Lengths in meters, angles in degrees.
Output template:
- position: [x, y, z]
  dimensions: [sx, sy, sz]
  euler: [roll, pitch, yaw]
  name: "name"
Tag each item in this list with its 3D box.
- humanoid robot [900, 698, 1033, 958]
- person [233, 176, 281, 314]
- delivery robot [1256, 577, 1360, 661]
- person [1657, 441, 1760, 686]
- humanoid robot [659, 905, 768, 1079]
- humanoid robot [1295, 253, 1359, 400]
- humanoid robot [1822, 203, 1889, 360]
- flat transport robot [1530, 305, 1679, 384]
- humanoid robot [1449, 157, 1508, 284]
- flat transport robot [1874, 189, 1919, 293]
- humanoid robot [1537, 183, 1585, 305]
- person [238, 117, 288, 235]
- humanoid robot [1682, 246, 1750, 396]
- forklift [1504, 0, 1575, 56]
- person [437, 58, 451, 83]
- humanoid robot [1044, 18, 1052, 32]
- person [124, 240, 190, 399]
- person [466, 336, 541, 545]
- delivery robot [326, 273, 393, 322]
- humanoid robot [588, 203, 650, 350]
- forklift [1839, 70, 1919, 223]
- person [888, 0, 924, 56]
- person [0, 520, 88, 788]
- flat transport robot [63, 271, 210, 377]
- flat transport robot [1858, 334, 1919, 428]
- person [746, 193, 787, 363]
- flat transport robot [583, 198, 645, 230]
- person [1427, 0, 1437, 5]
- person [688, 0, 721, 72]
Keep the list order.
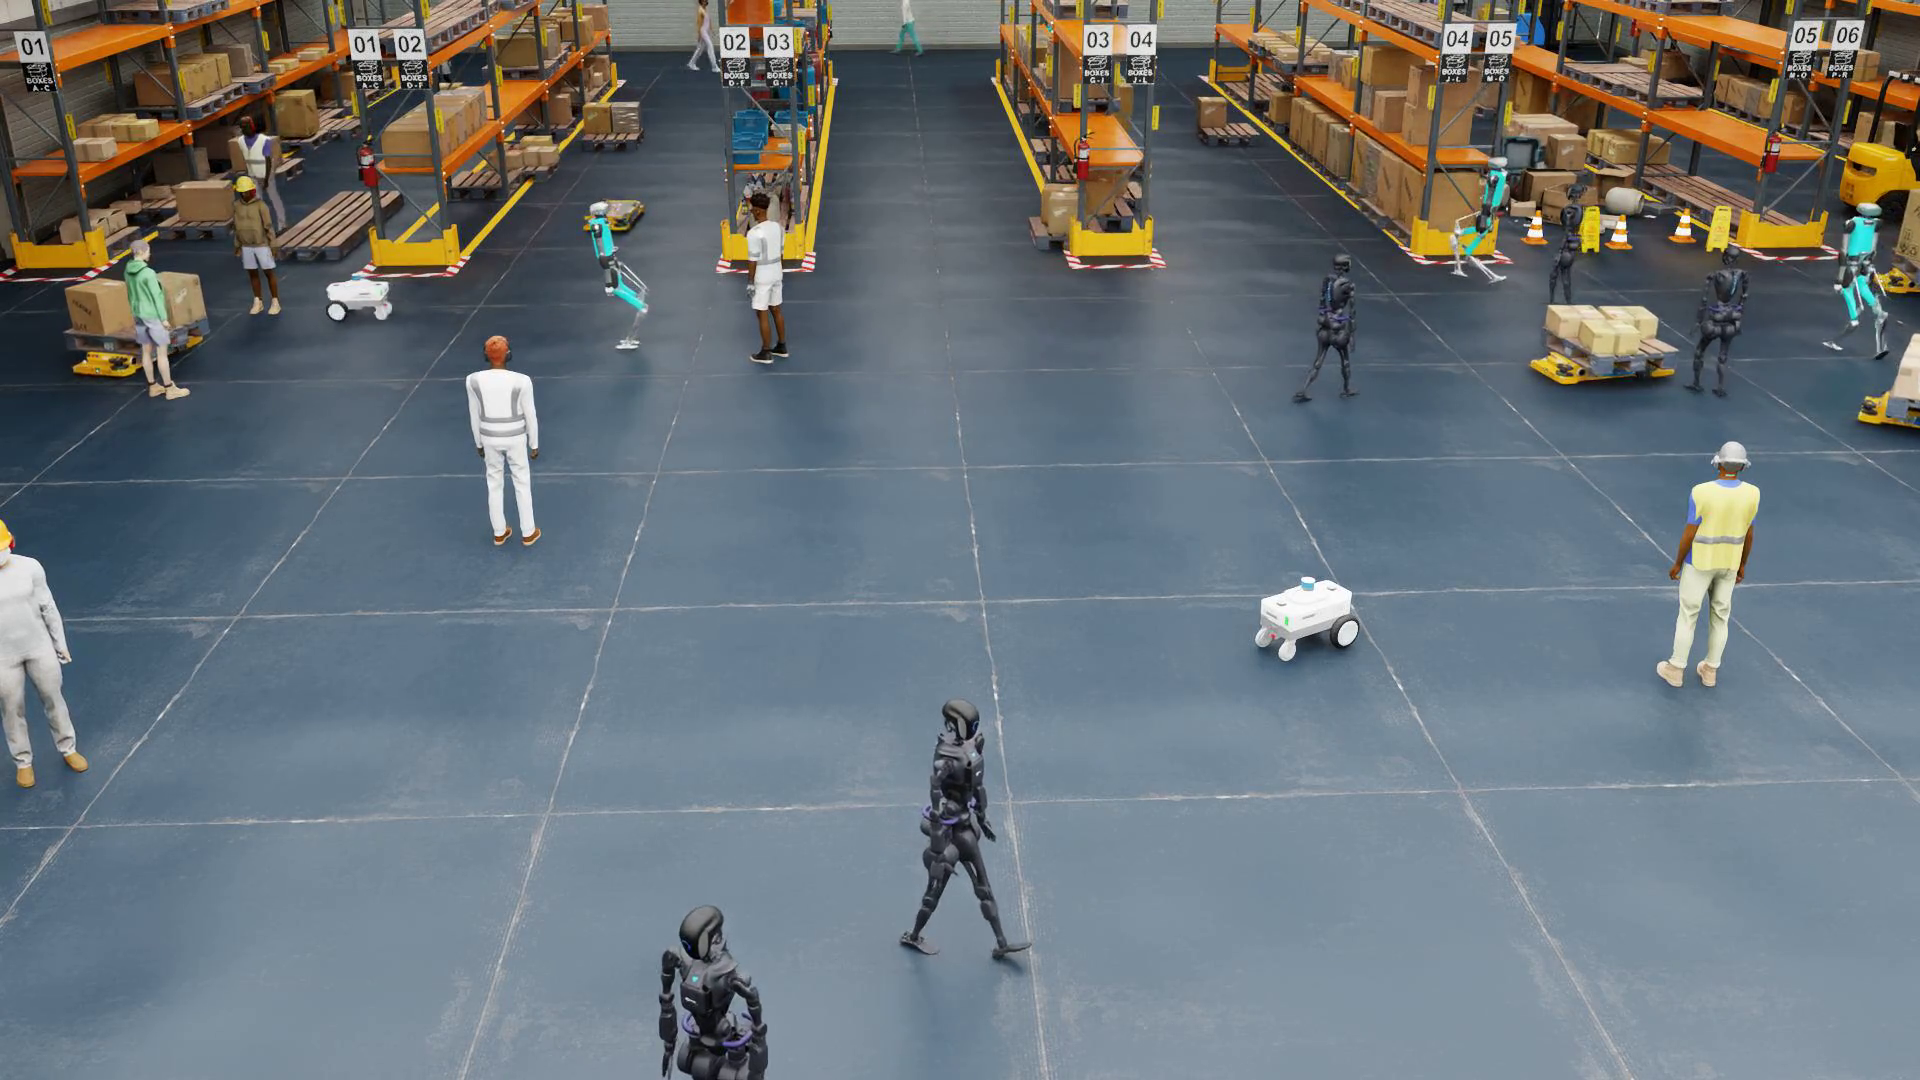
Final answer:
- position: [0.014, 1.620, 9.141]
  dimensions: [0.758, 1.625, 0.596]
  euler: [12, 27, 26]
  name: "humanoid robot"
- position: [-8.896, -3.732, 21.029]
  dimensions: [0.541, 1.756, 0.415]
  euler: [2, 24, 5]
  name: "person"
- position: [2.682, 0.579, 12.843]
  dimensions: [0.811, 0.614, 0.499]
  euler: [-14, 28, -29]
  name: "delivery robot"
- position: [5.442, 0.193, 12.045]
  dimensions: [0.525, 1.893, 0.400]
  euler: [1, 24, 2]
  name: "person"
- position: [-1.097, 2.330, 7.561]
  dimensions: [0.609, 1.628, 0.768]
  euler: [12, 26, 24]
  name: "humanoid robot"
- position: [4.026, -2.298, 17.983]
  dimensions: [0.785, 1.647, 0.597]
  euler: [-12, 27, -26]
  name: "humanoid robot"
- position: [10.633, -2.952, 19.370]
  dimensions: [0.554, 1.820, 0.884]
  euler: [-8, 25, -17]
  name: "humanoid robot"
- position: [7.339, -2.004, 18.976]
  dimensions: [1.431, 0.231, 0.659]
  euler: [-5, 25, -12]
  name: "flat transport robot"
- position: [6.905, -4.258, 22.226]
  dimensions: [1.013, 1.736, 0.555]
  euler: [14, 27, 28]
  name: "humanoid robot"
- position: [13.085, -3.442, 22.206]
  dimensions: [1.431, 0.231, 0.659]
  euler: [4, 24, 9]
  name: "flat transport robot"
- position: [7.622, -3.680, 21.026]
  dimensions: [0.624, 1.642, 0.602]
  euler: [13, 27, 27]
  name: "humanoid robot"
- position: [-10.421, -5.354, 24.639]
  dimensions: [0.567, 1.784, 0.994]
  euler: [6, 25, 13]
  name: "person"
- position: [8.280, -2.414, 18.162]
  dimensions: [0.587, 1.648, 0.405]
  euler: [-5, 24, -11]
  name: "humanoid robot"
- position: [14.700, -13.805, 42.301]
  dimensions: [1.873, 2.768, 1.129]
  euler: [-1, 24, -2]
  name: "forklift"
- position: [-11.317, -10.414, 36.133]
  dimensions: [0.537, 1.679, 0.563]
  euler: [-3, 24, -7]
  name: "person"
- position: [2.218, -12.911, 41.659]
  dimensions: [0.530, 1.729, 0.979]
  euler: [-14, 28, -29]
  name: "humanoid robot"
- position: [-8.775, -2.382, 18.019]
  dimensions: [0.471, 1.737, 0.330]
  euler: [11, 26, 24]
  name: "person"
- position: [-3.932, -0.849, 14.411]
  dimensions: [0.565, 1.879, 0.351]
  euler: [-1, 24, -2]
  name: "person"
- position: [-7.614, -3.059, 21.015]
  dimensions: [0.816, 0.612, 0.499]
  euler: [-2, 24, -4]
  name: "delivery robot"
- position: [-3.938, -3.109, 19.572]
  dimensions: [0.739, 1.719, 0.530]
  euler: [-1, 24, -3]
  name: "humanoid robot"
- position: [15.132, -6.143, 25.915]
  dimensions: [2.313, 2.155, 1.214]
  euler: [-1, 24, -2]
  name: "forklift"
- position: [-1.364, -13.194, 42.333]
  dimensions: [0.929, 1.706, 0.553]
  euler: [-4, 24, -9]
  name: "person"
- position: [-6.150, 0.721, 10.866]
  dimensions: [0.570, 1.888, 0.379]
  euler: [-18, 30, -35]
  name: "person"
- position: [-9.613, -2.226, 19.473]
  dimensions: [0.659, 0.231, 1.431]
  euler: [6, 25, 12]
  name: "flat transport robot"
- position: [10.225, -1.290, 17.371]
  dimensions: [1.431, 0.231, 0.659]
  euler: [15, 28, 30]
  name: "flat transport robot"
- position: [-2.253, -3.030, 19.210]
  dimensions: [0.375, 1.956, 0.604]
  euler: [14, 27, 28]
  name: "person"
- position: [-5.363, -5.042, 25.802]
  dimensions: [0.659, 0.231, 1.431]
  euler: [1, 24, 1]
  name: "flat transport robot"
- position: [11.747, -12.956, 41.704]
  dimensions: [0.395, 1.800, 0.589]
  euler: [-6, 25, -13]
  name: "person"
- position: [-6.174, -12.198, 39.973]
  dimensions: [0.943, 1.820, 0.517]
  euler: [5, 24, 11]
  name: "person"
